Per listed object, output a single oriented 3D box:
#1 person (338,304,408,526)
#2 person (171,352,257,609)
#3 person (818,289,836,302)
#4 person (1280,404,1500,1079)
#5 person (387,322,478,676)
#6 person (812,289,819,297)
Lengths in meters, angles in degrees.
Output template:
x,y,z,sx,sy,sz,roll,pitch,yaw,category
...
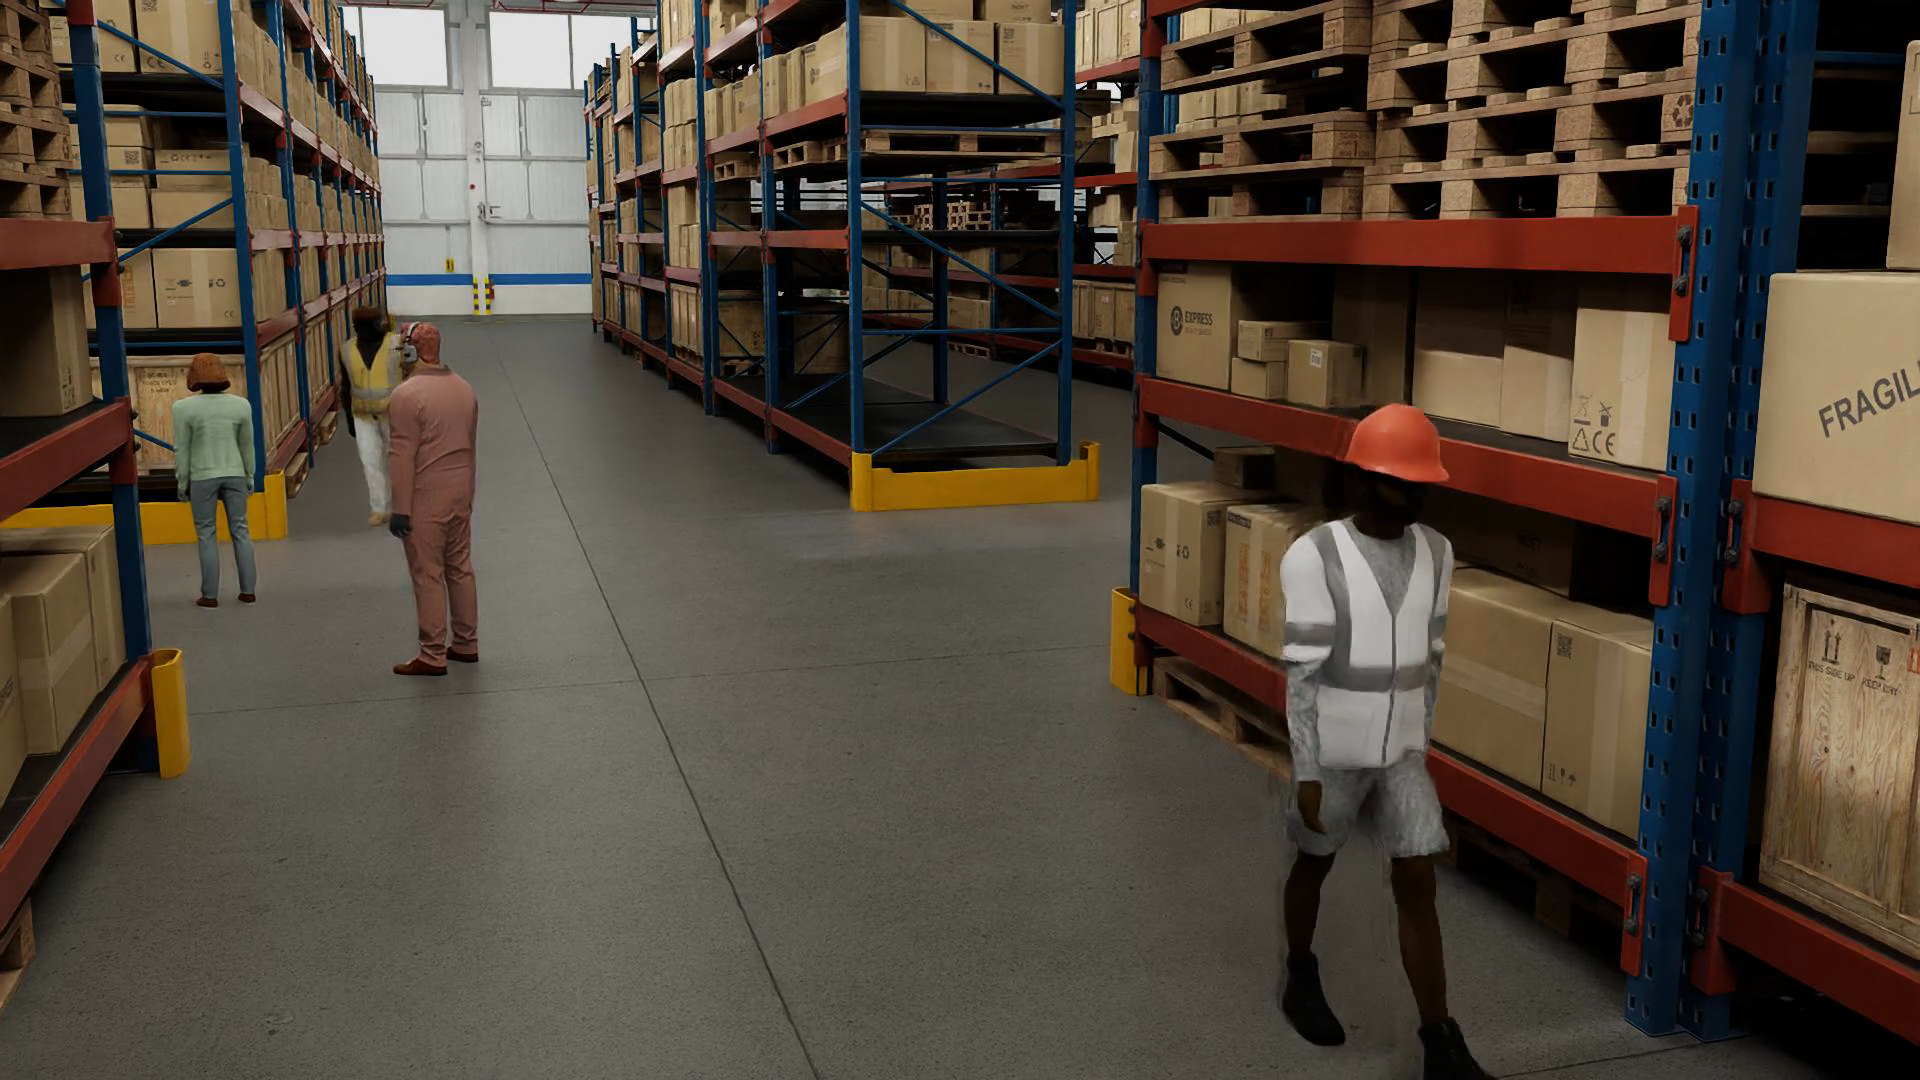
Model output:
x,y,z,sx,sy,sz,roll,pitch,yaw,category
-4.730,-1.031,13.655,0.642,1.815,0.606,0,10,2,person
-4.721,-0.375,10.572,0.285,1.624,0.494,10,14,44,person
-2.617,-4.584,32.645,0.386,1.989,0.608,-4,11,-20,person
1.152,0.584,4.553,0.574,1.889,0.946,-3,11,-17,person
-2.868,-0.224,8.999,0.399,1.900,0.643,3,11,17,person
-3.573,-6.293,42.755,0.551,1.728,0.696,2,11,11,person
